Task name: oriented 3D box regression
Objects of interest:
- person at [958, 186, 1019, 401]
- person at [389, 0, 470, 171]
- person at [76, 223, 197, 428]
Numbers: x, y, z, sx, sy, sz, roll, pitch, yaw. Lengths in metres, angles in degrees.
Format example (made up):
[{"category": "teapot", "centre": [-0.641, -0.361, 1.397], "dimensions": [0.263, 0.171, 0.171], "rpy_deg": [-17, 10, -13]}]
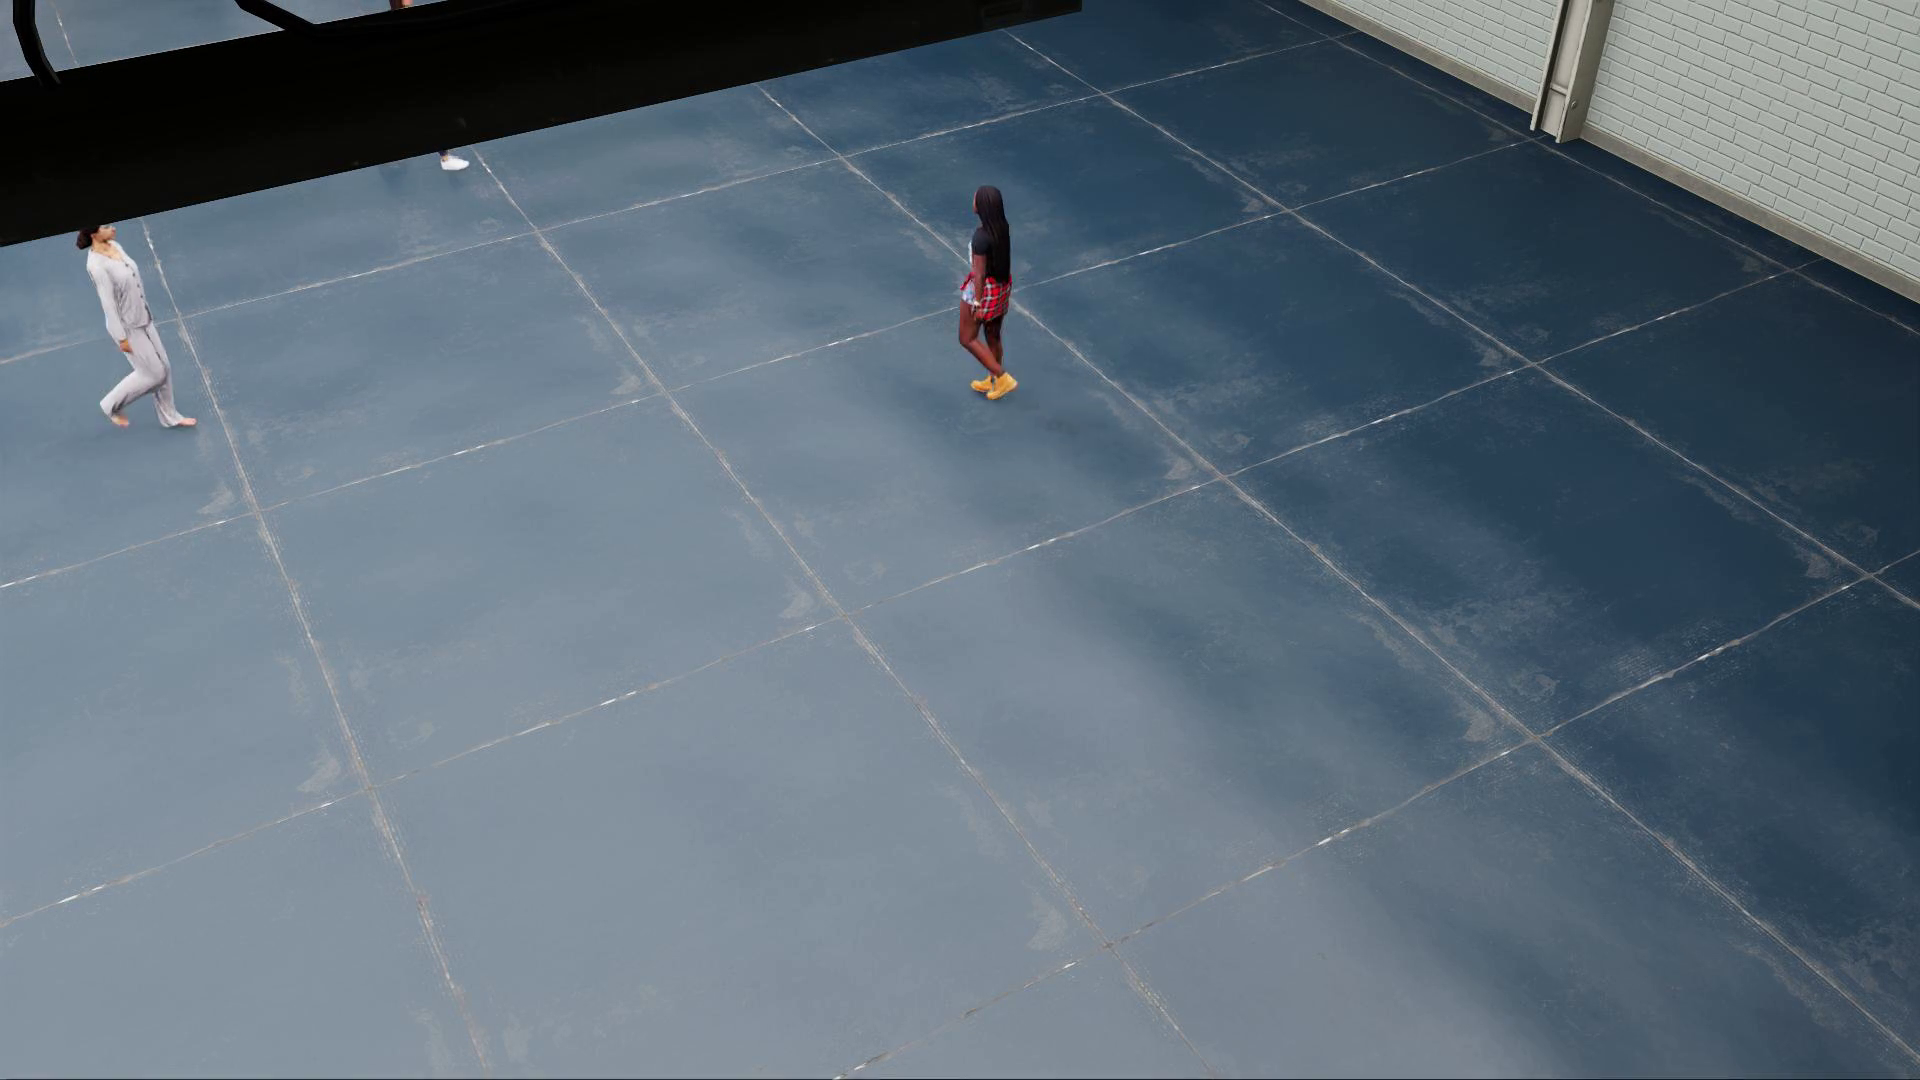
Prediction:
[{"category": "person", "centre": [0.281, -1.727, 11.999], "dimensions": [0.870, 1.714, 0.793], "rpy_deg": [17, 41, 20]}, {"category": "person", "centre": [-4.986, -4.194, 15.117], "dimensions": [1.008, 1.758, 1.026], "rpy_deg": [4, 38, 5]}, {"category": "person", "centre": [-5.916, -1.507, 11.680], "dimensions": [0.840, 1.760, 0.850], "rpy_deg": [-4, 38, -5]}]
